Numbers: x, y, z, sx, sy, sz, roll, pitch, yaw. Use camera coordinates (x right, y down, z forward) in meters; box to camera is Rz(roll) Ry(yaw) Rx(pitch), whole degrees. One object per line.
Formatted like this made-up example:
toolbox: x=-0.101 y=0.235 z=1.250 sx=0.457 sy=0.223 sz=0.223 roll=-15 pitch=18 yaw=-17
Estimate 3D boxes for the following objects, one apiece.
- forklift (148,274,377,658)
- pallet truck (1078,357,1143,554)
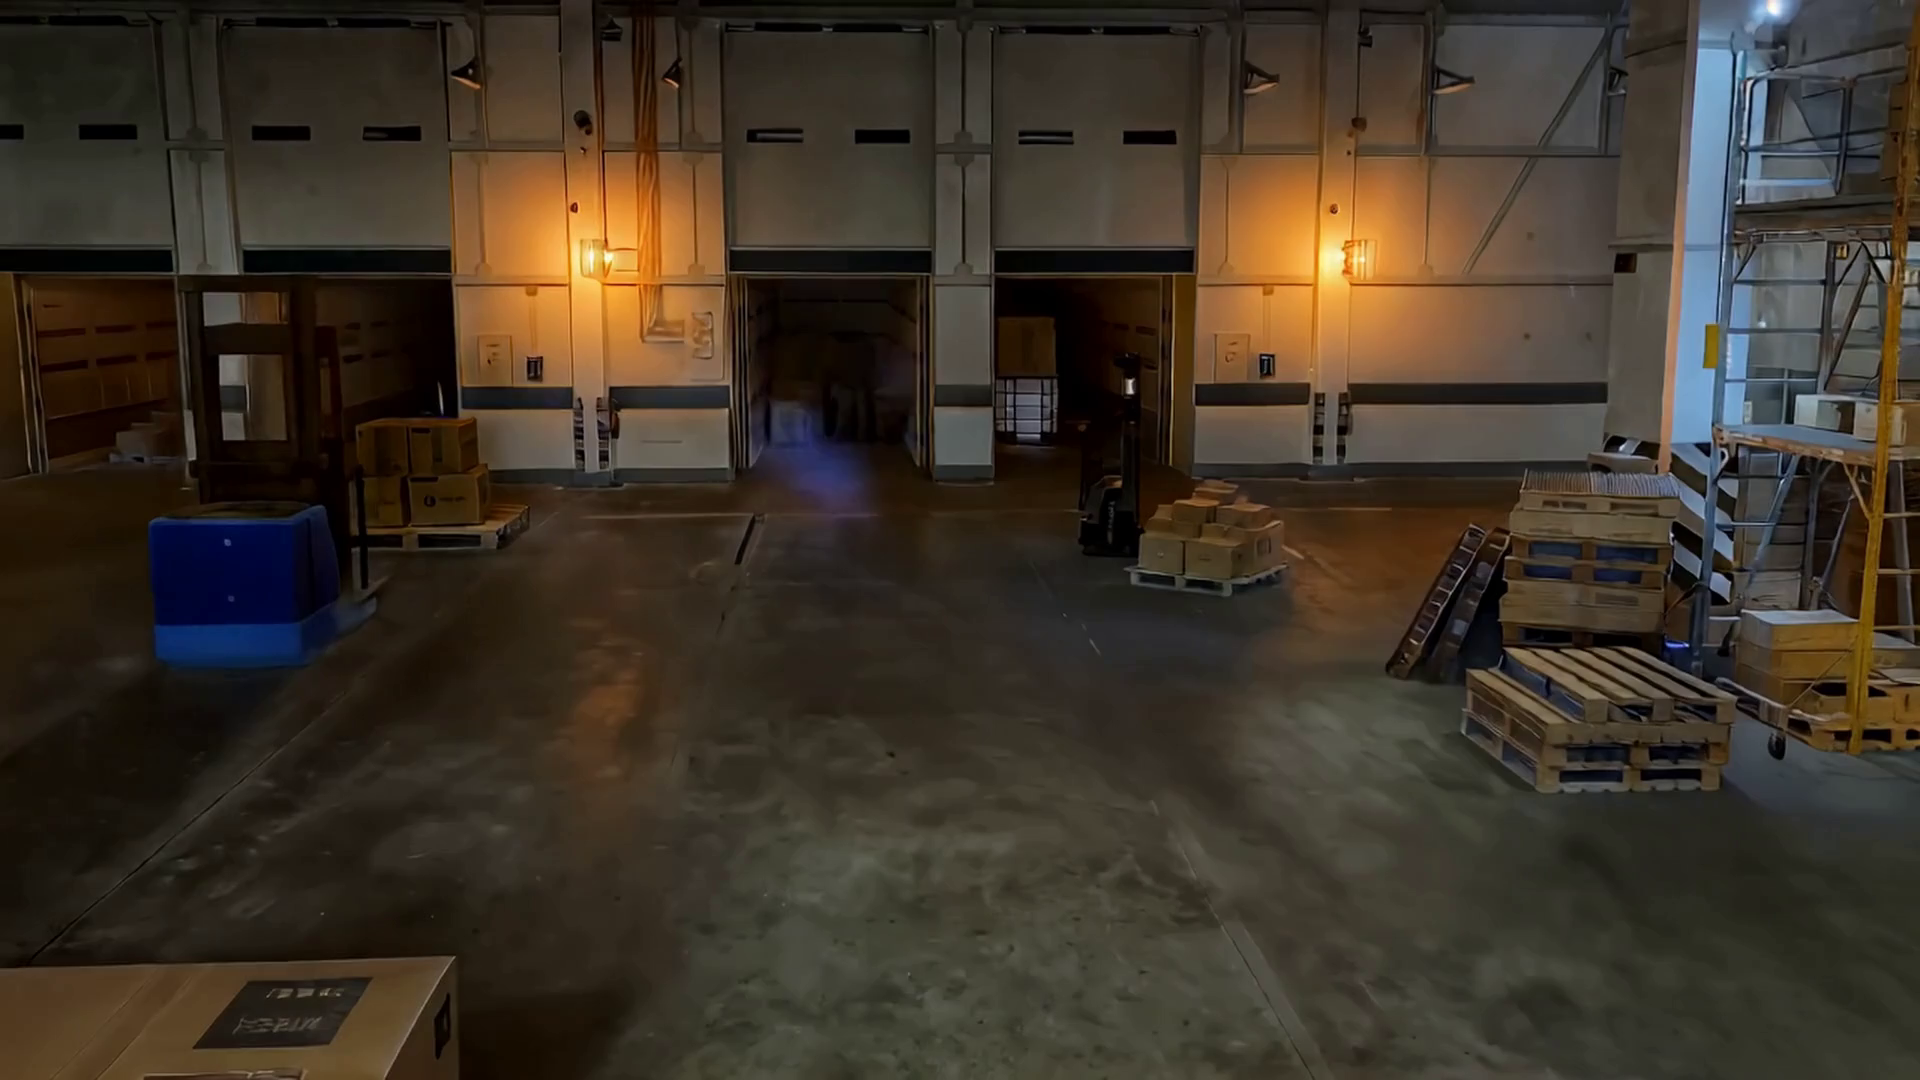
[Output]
forklift: x=-5.344 y=-0.626 z=12.678 sx=1.129 sy=2.768 sz=1.873 roll=-1 pitch=9 yaw=-4
pallet truck: x=2.088 y=-0.836 z=16.757 sx=1.885 sy=1.965 sz=0.823 roll=2 pitch=9 yaw=13
